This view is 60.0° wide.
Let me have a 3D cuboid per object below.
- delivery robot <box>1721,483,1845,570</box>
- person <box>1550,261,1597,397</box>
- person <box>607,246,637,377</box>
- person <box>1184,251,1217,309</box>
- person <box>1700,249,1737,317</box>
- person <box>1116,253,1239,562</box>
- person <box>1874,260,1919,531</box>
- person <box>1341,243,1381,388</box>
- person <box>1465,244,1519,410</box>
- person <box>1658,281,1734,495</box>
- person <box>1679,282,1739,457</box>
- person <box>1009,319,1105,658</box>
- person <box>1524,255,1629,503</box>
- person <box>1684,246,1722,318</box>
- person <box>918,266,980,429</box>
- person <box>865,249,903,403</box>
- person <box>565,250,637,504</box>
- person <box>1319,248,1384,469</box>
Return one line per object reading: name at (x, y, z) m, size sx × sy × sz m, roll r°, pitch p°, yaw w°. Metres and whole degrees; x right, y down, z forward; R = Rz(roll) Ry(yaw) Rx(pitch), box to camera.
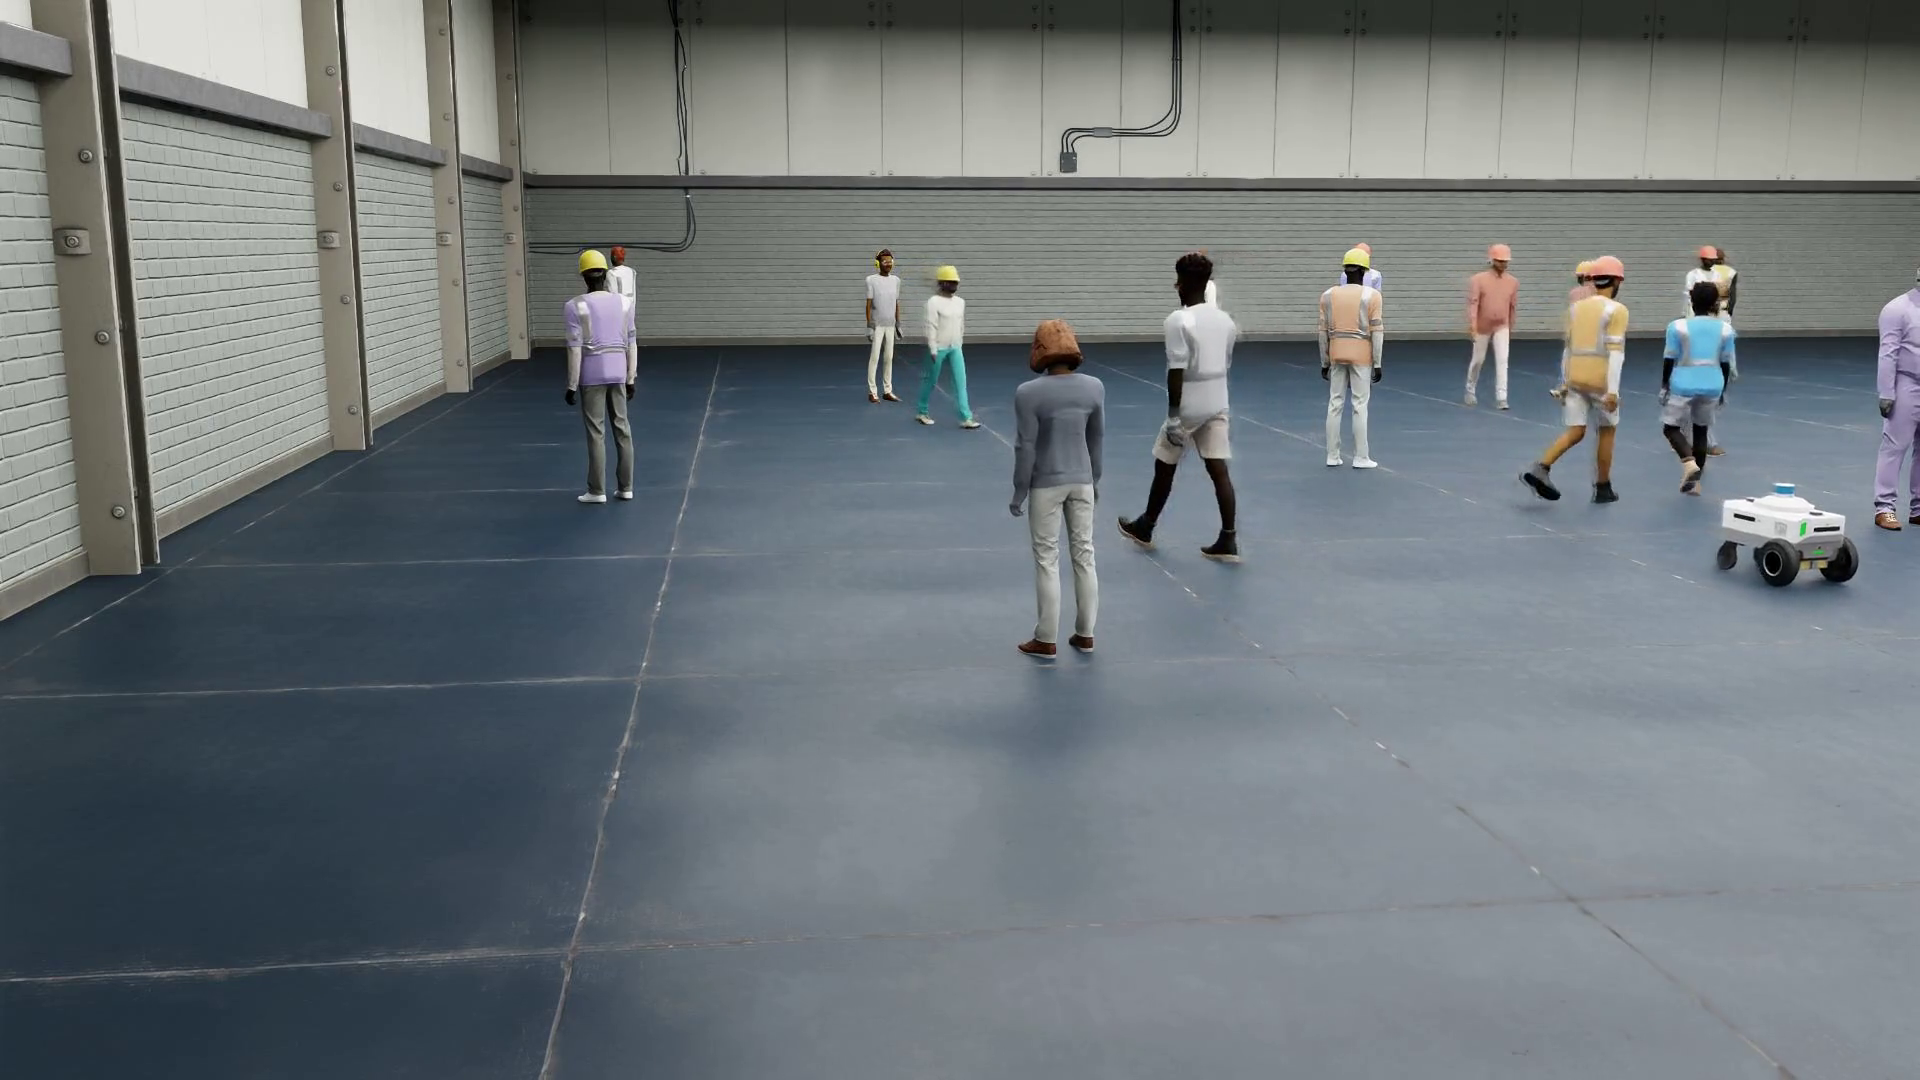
delivery robot at (4.892, -0.093, 9.901) m, size 0.477 × 0.478 × 0.707 m, roll -3°, pitch 11°, yaw -15°
person at (7.748, -2.592, 20.660) m, size 0.538 × 1.715 × 0.937 m, roll -3°, pitch 11°, yaw -16°
person at (-4.877, -3.271, 23.941) m, size 0.356 × 1.883 × 0.573 m, roll 6°, pitch 12°, yaw 28°
person at (2.474, -2.096, 17.549) m, size 0.511 × 1.867 × 0.579 m, roll 5°, pitch 12°, yaw 26°
person at (11.963, -3.699, 26.425) m, size 0.661 × 1.827 × 0.491 m, roll 2°, pitch 11°, yaw 12°
person at (1.439, -0.846, 10.544) m, size 0.633 × 1.908 × 1.003 m, roll -8°, pitch 13°, yaw -36°
person at (6.672, -1.017, 11.518) m, size 0.640 × 1.909 × 0.409 m, roll -2°, pitch 10°, yaw -8°
person at (5.352, -3.002, 22.312) m, size 0.551 × 1.936 × 0.356 m, roll 0°, pitch 10°, yaw 1°
person at (6.325, -2.556, 19.854) m, size 0.607 × 1.952 × 0.978 m, roll 0°, pitch 10°, yaw 1°
person at (5.733, -1.162, 12.911) m, size 0.543 × 1.682 × 0.448 m, roll 0°, pitch 10°, yaw 1°
person at (6.936, -1.559, 15.305) m, size 0.527 × 1.599 × 0.768 m, roll -5°, pitch 12°, yaw -26°
person at (0.472, -0.244, 8.027) m, size 0.497 × 1.633 × 0.279 m, roll -5°, pitch 12°, yaw -27°
person at (4.702, -1.194, 12.545) m, size 0.823 × 1.896 × 0.588 m, roll -6°, pitch 12°, yaw -30°
person at (11.069, -3.440, 24.843) m, size 0.558 × 1.905 × 0.937 m, roll -2°, pitch 11°, yaw -11°
person at (-0.152, -2.053, 17.705) m, size 0.537 × 1.717 × 0.934 m, roll -8°, pitch 13°, yaw -38°
person at (-0.927, -2.617, 20.385) m, size 0.519 × 1.874 × 0.331 m, roll -7°, pitch 13°, yaw -35°
person at (-2.737, -1.230, 12.651) m, size 0.584 × 1.918 × 0.381 m, roll -9°, pitch 14°, yaw -40°
person at (3.429, -1.583, 14.568) m, size 0.585 × 1.924 × 0.375 m, roll 8°, pitch 13°, yaw 37°
